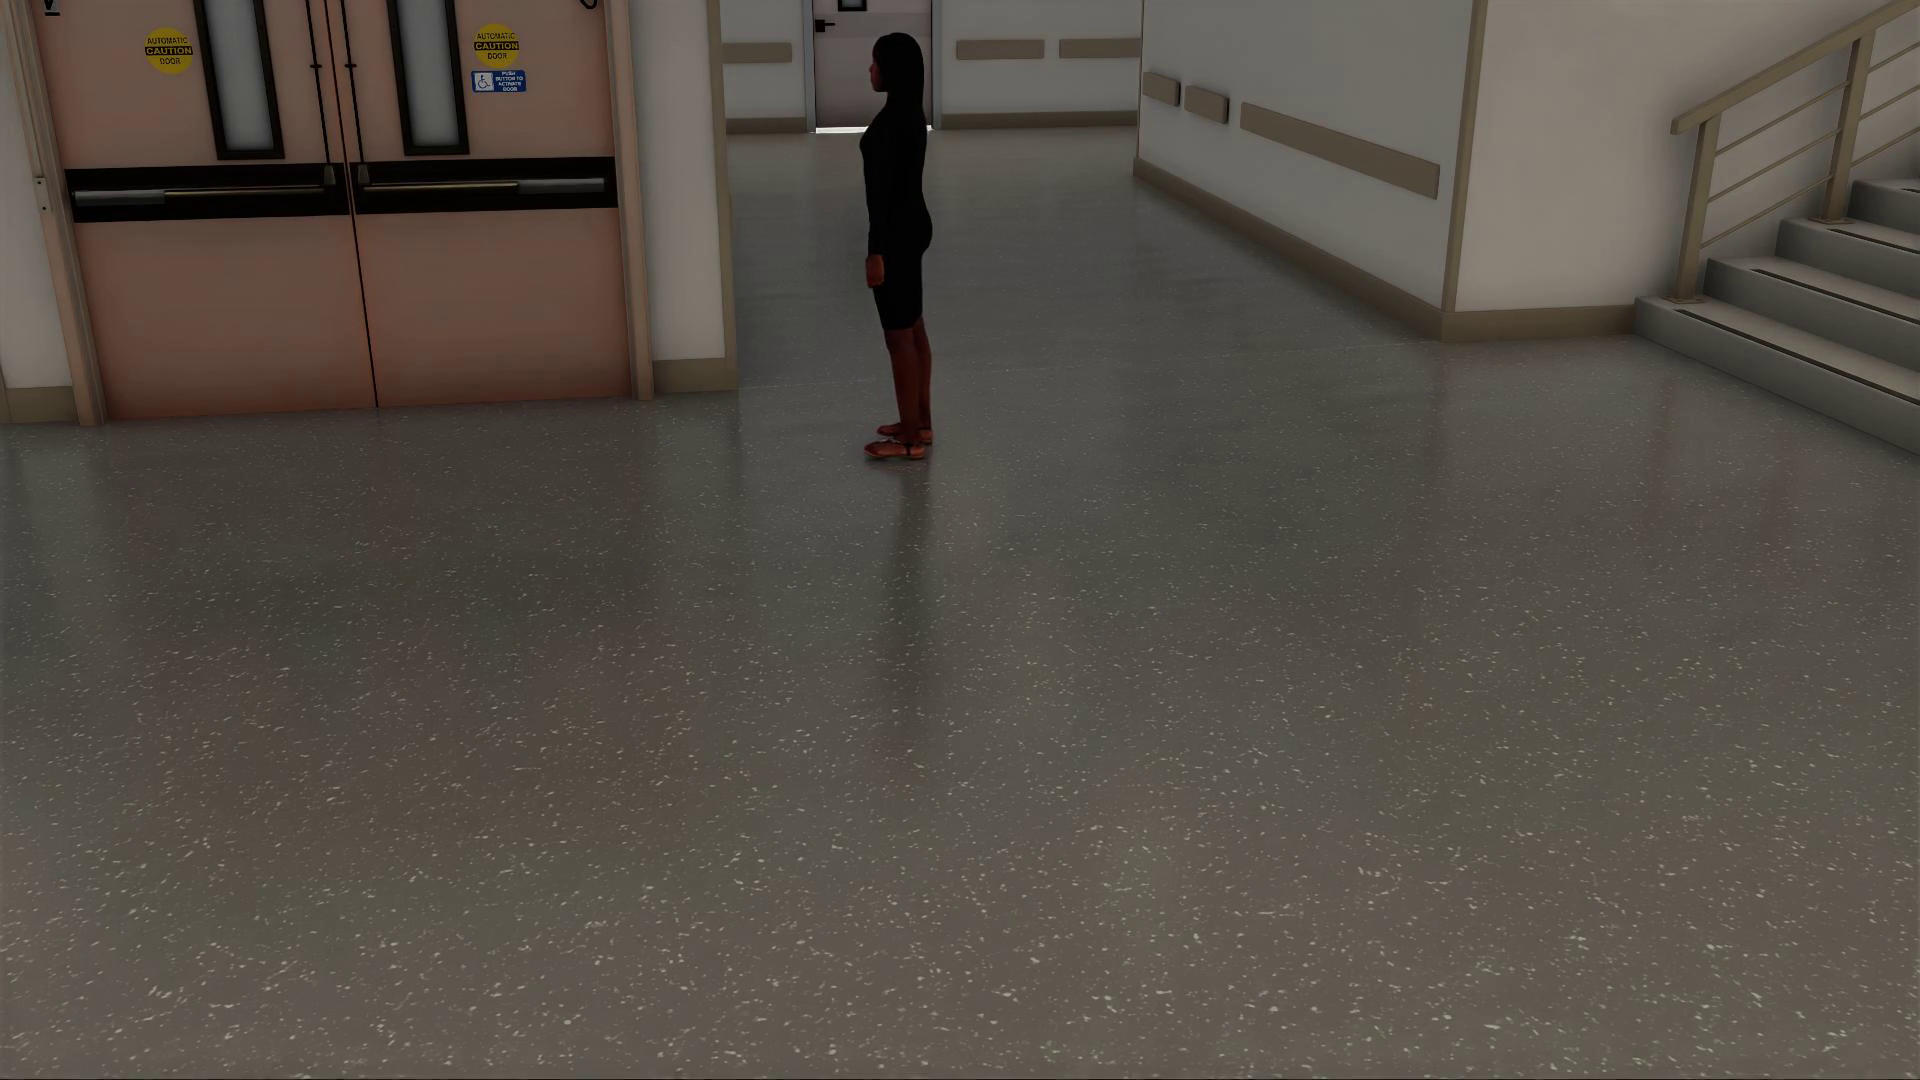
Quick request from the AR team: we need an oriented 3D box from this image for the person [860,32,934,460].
[{"bbox_3d":[-0.257,-1.204,6.875,0.610,1.722,0.661,3,21,8],"label":"person"}]
